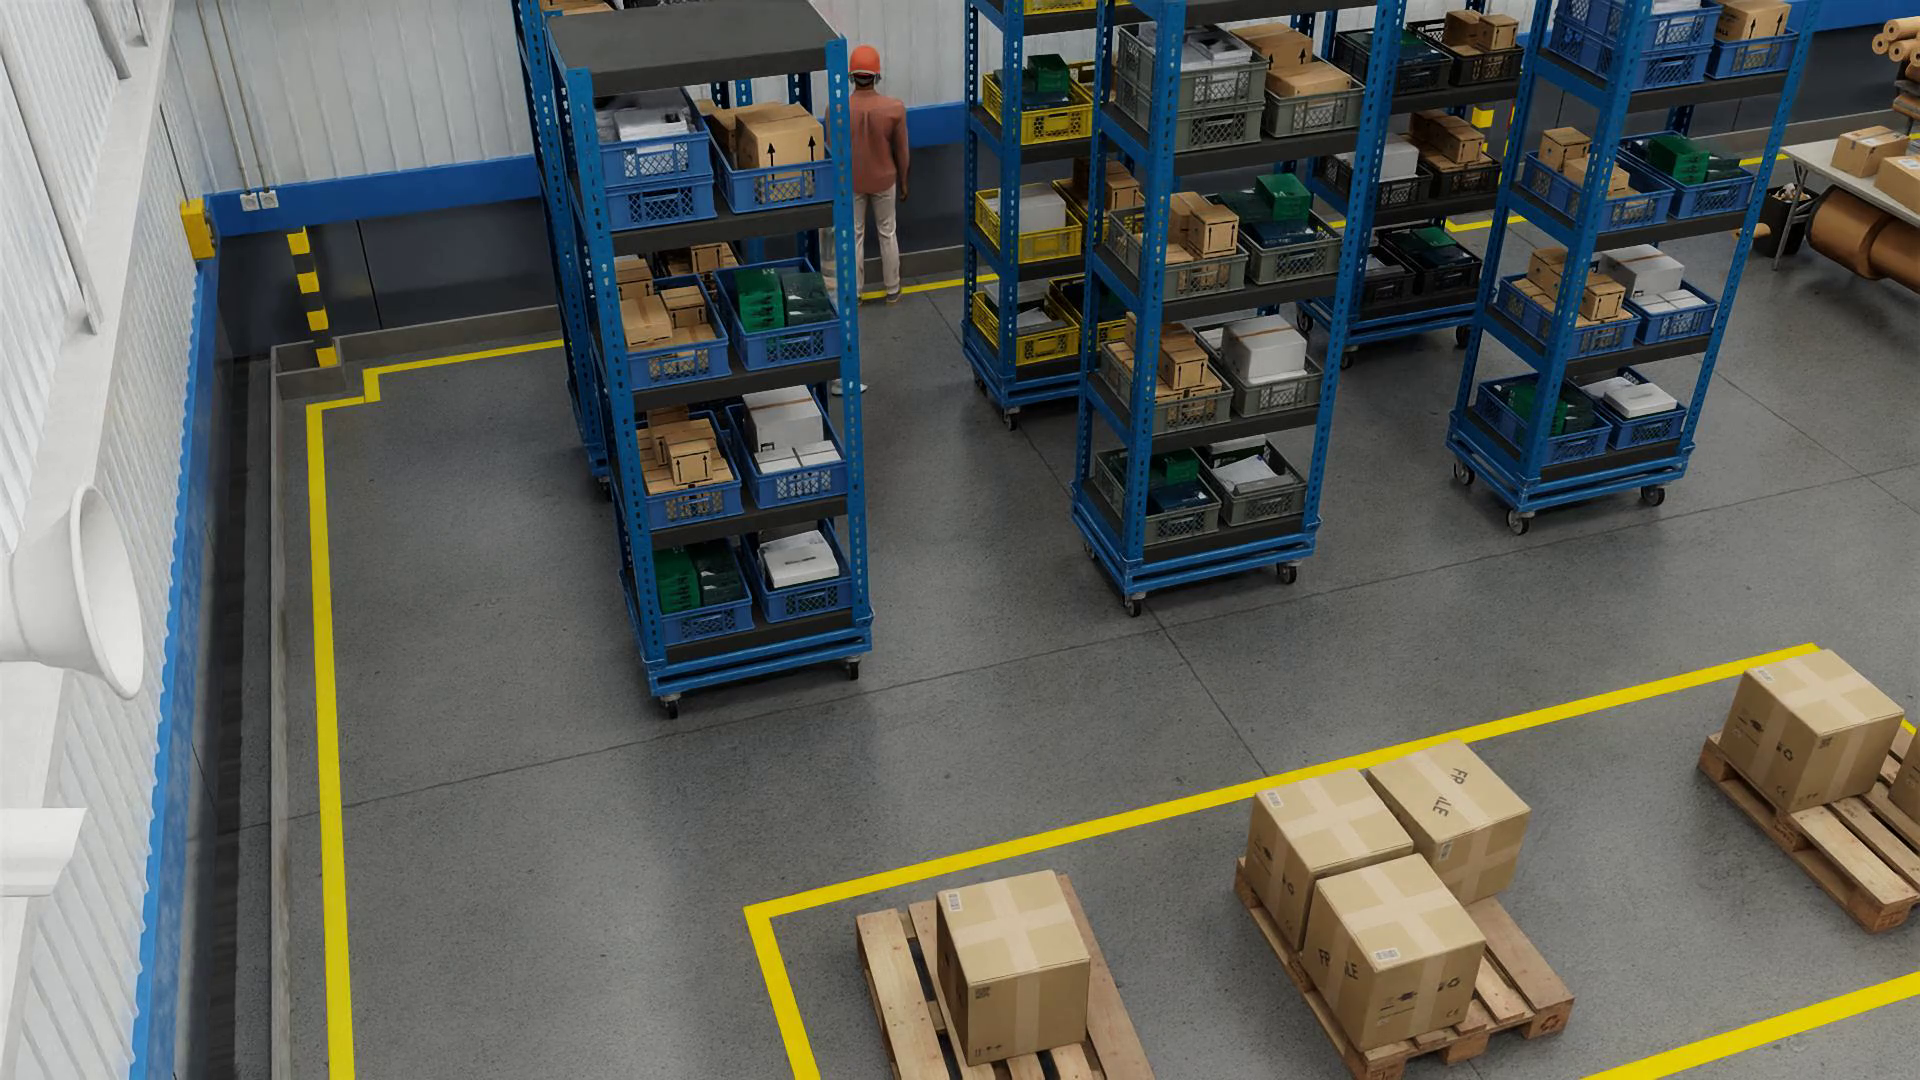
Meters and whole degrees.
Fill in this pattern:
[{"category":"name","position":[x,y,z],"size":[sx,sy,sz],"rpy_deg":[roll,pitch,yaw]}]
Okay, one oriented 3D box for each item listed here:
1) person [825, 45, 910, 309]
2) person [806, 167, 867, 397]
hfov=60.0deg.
[{"category":"person","position":[-0.683,-2.676,12.341],"size":[0.625,1.992,0.388],"rpy_deg":[-4,35,-6]},{"category":"person","position":[-0.878,-1.773,11.367],"size":[0.315,1.636,0.514],"rpy_deg":[-20,40,-26]}]
